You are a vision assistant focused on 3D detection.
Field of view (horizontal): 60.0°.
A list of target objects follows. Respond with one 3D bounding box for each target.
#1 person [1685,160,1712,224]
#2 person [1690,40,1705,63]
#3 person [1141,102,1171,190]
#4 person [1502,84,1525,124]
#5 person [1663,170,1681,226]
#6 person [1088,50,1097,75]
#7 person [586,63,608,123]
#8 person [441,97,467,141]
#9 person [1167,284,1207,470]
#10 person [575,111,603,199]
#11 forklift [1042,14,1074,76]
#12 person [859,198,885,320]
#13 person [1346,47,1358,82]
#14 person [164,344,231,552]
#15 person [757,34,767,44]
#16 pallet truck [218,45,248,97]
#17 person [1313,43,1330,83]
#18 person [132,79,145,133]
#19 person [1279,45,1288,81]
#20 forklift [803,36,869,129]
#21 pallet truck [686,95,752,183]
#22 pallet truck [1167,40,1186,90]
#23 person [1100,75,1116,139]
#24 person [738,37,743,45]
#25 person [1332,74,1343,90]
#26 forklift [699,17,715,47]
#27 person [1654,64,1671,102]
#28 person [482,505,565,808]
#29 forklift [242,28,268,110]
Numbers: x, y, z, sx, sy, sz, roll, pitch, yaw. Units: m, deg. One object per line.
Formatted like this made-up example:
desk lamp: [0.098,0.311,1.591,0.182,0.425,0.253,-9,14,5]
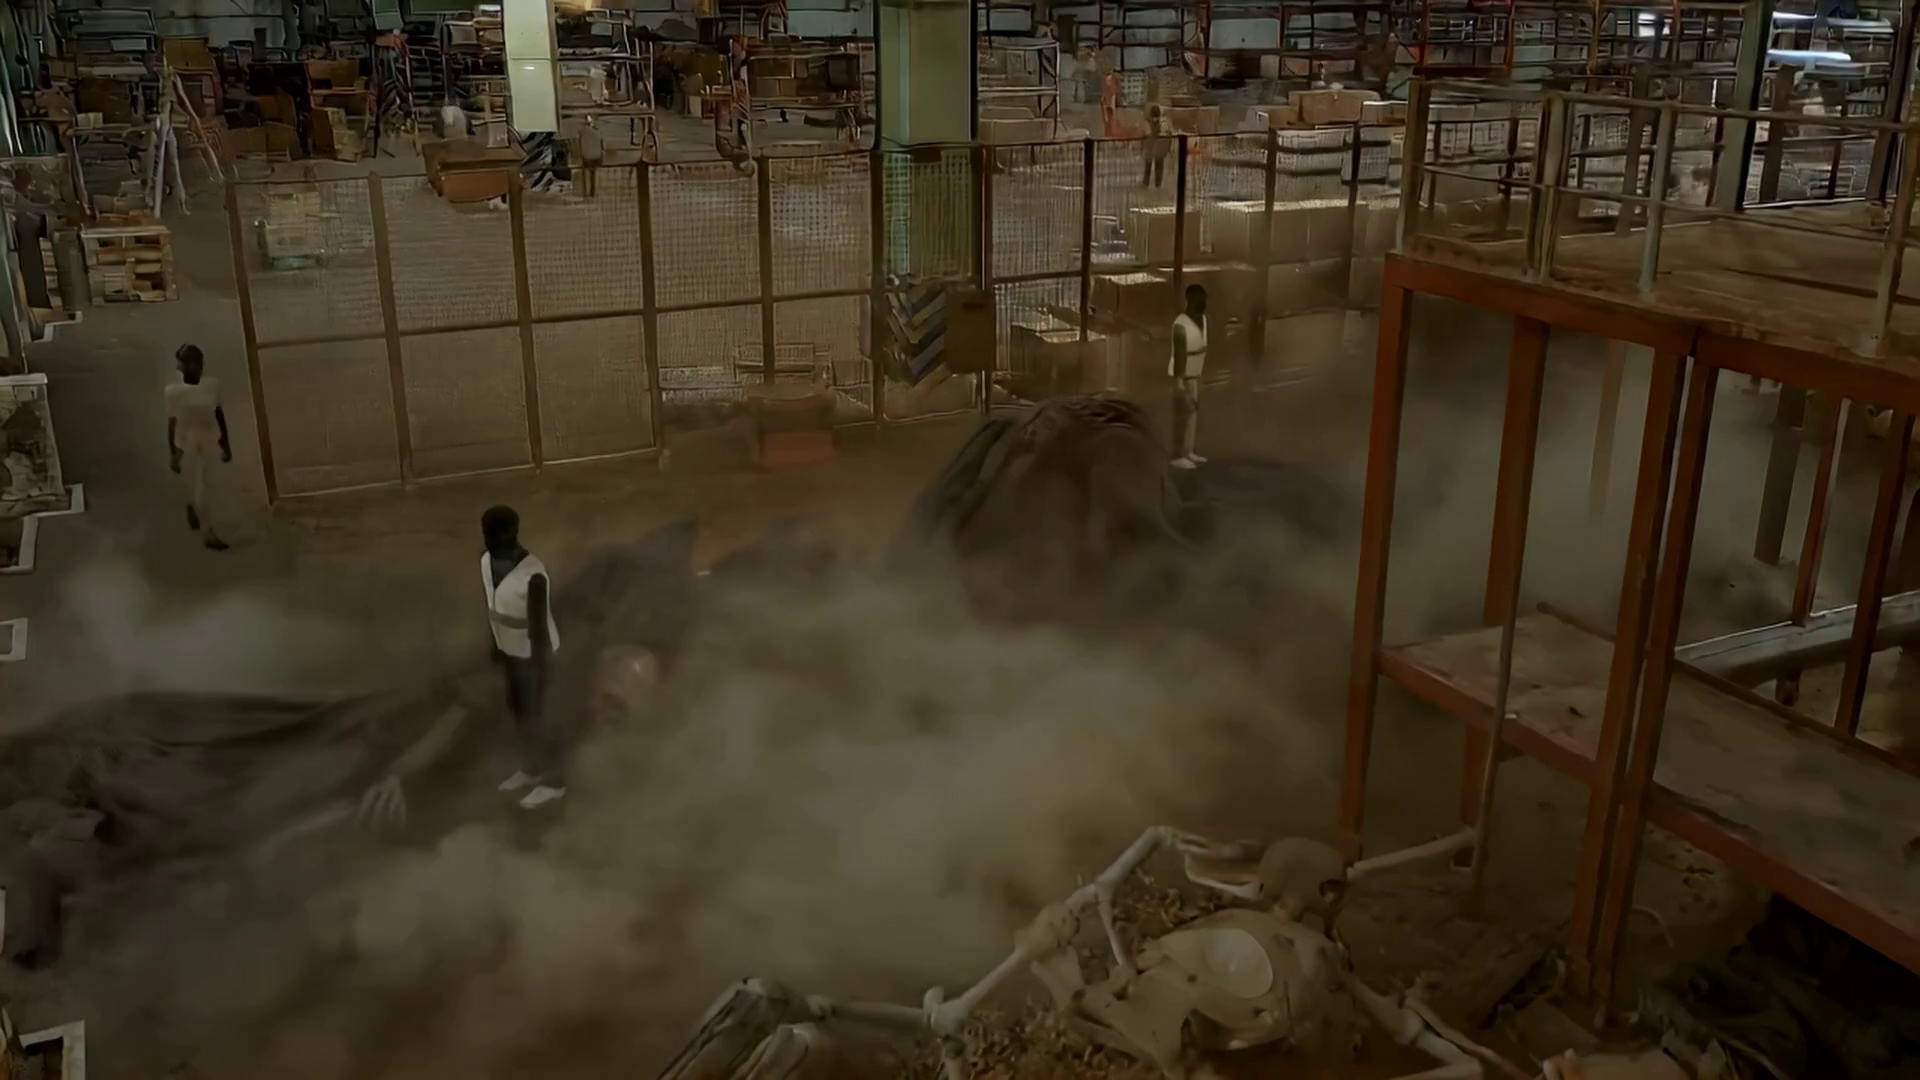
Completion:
person: [12.145,-5.364,27.689,0.745,1.910,0.561,16,25,39]
person: [33.972,-22.220,76.681,0.423,1.816,0.601,-9,21,-25]
person: [4.491,-9.114,38.358,0.704,2.000,1.005,0,19,1]
person: [15.754,-12.164,47.375,0.610,1.927,0.934,3,19,7]
person: [11.491,-5.100,27.053,1.007,1.837,0.571,2,19,6]
person: [5.408,-19.191,68.111,0.382,1.685,0.536,9,21,25]
person: [-11.998,-14.798,55.071,0.639,1.876,1.049,-13,23,-33]
person: [-12.745,-10.315,42.190,0.654,1.802,0.901,3,19,9]
person: [2.328,-1.672,16.991,0.396,1.913,0.591,11,22,29]
person: [-8.164,-8.460,36.649,0.586,1.917,0.535,-1,19,-2]
forklift: [4.907,-23.153,77.787,1.873,2.768,1.129,-9,21,-25]
person: [-1.053,-3.844,23.261,0.614,1.925,0.802,16,24,38]
person: [16.877,-20.306,71.395,0.894,1.647,0.531,-9,21,-25]
person: [-6.757,-0.835,14.651,0.650,1.848,0.534,12,22,31]
person: [-9.344,-22.981,78.748,0.563,1.914,0.609,-18,26,-42]
pallet truck: [-28.879,-18.665,66.111,0.823,1.965,1.885,-3,19,-9]
person: [15.125,-19.919,69.890,0.975,1.892,0.663,-16,25,-38]
person: [-25.375,-13.404,51.416,0.525,1.632,0.320,6,20,17]
person: [12.917,-18.840,66.706,0.379,1.938,0.547,-8,21,-22]
forklift: [-3.988,-14.547,52.838,1.873,2.768,1.129,-9,21,-25]
pallet truck: [-5.836,-9.608,39.856,0.823,1.965,1.885,10,22,27]
pallet truck: [9.045,-19.971,69.895,0.823,1.965,1.885,-3,19,-8]
person: [4.428,-12.943,49.739,0.527,1.859,0.333,15,24,37]
person: [-10.444,-22.709,77.968,0.649,1.913,0.697,0,19,1]
person: [12.233,-14.277,53.948,0.315,1.629,0.508,-6,20,-18]
forklift: [-10.988,-21.312,72.449,1.873,2.768,1.129,-9,21,-25]
person: [24.930,-16.050,59.025,0.532,1.665,0.793,13,23,32]
person: [-2.668,0.689,10.149,0.584,1.911,0.392,16,25,39]
forklift: [-24.965,-16.909,59.685,1.873,2.768,1.129,-9,21,-25]
